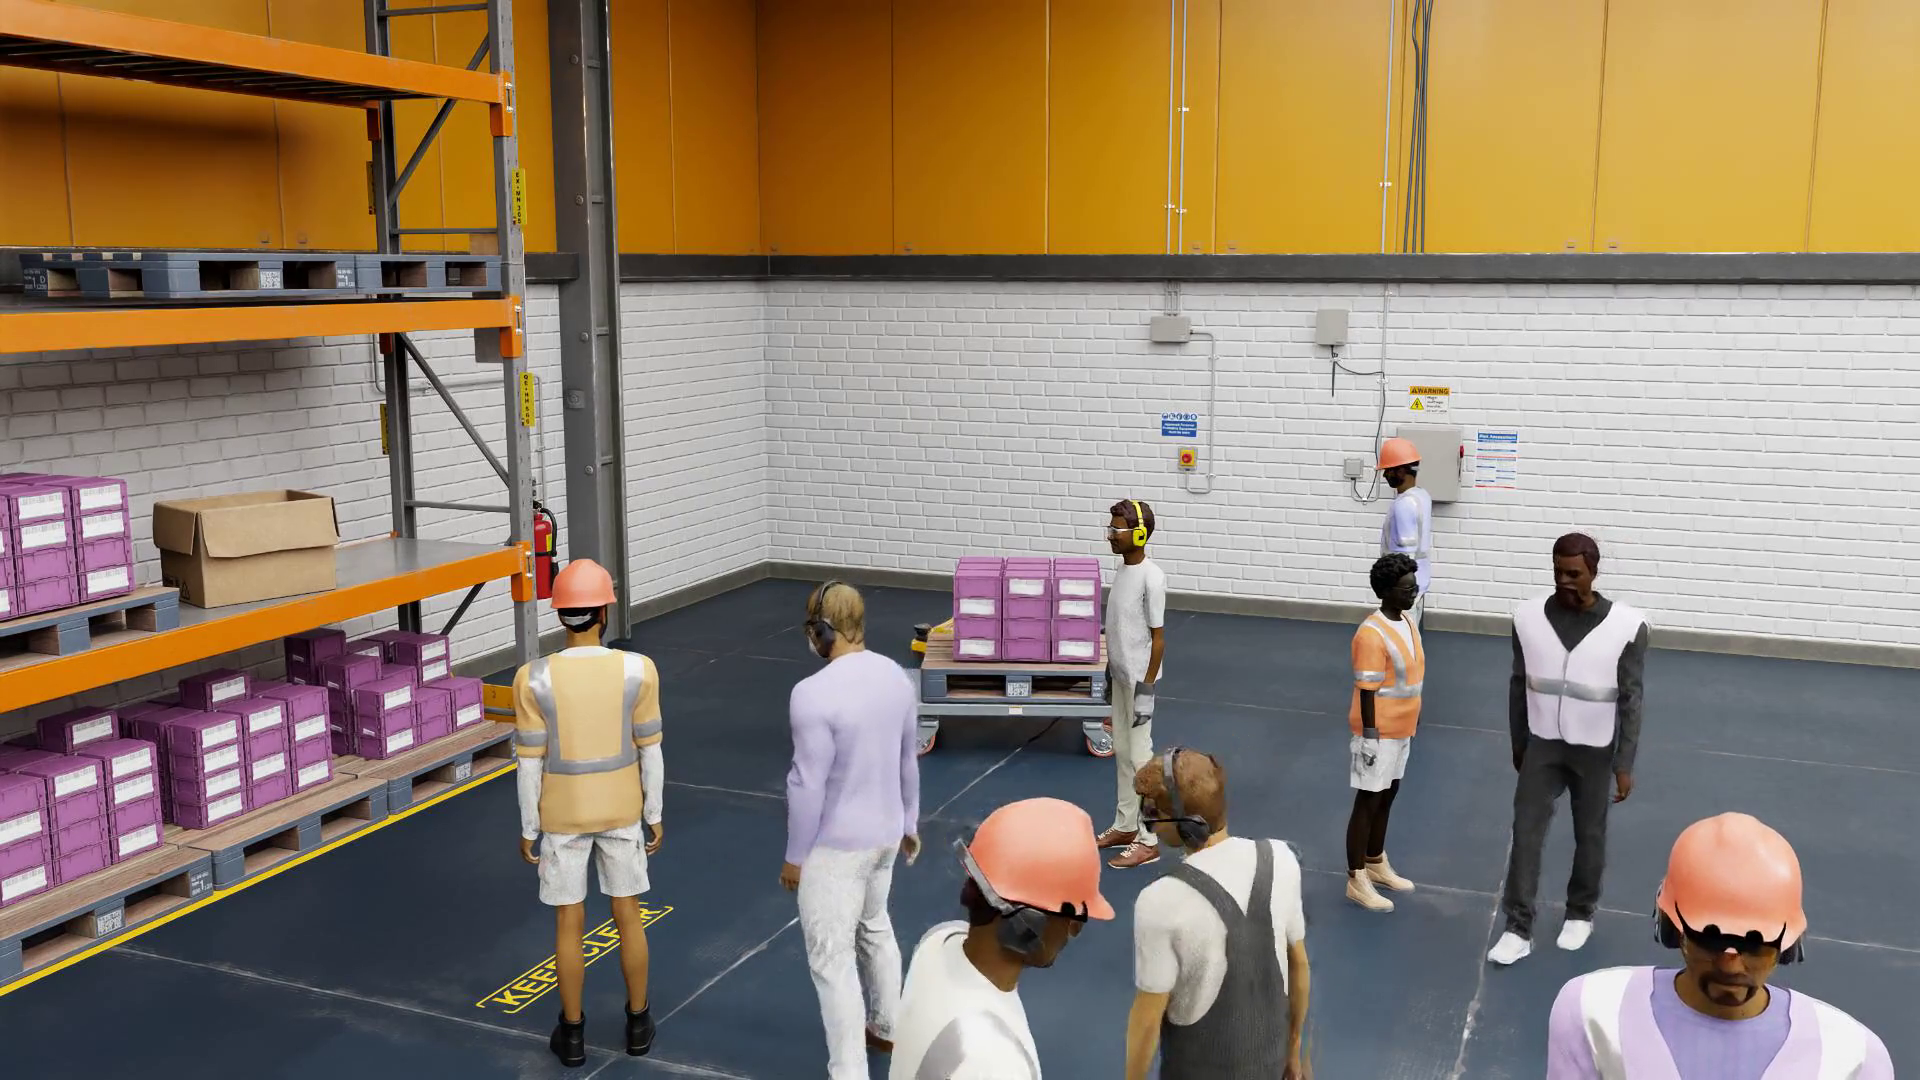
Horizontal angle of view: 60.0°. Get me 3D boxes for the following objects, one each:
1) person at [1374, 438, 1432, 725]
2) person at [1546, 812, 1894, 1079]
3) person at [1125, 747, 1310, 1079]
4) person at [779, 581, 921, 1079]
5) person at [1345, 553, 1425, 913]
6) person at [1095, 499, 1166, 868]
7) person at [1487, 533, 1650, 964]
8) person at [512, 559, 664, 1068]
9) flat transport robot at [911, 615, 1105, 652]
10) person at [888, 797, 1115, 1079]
[{"bbox_3d":[2.857,0.299,10.816,0.375,1.928,0.542,4,10,25],"label":"person"},{"bbox_3d":[1.403,1.501,3.181,0.605,2.043,0.376,4,10,21],"label":"person"},{"bbox_3d":[0.691,1.431,4.333,0.598,1.814,0.420,-4,10,-25],"label":"person"},{"bbox_3d":[-0.386,1.106,6.042,0.521,1.907,0.756,5,11,30],"label":"person"},{"bbox_3d":[2.024,0.896,7.894,0.316,1.695,0.542,7,11,35],"label":"person"},{"bbox_3d":[0.853,0.720,8.439,0.328,1.872,0.513,-3,10,-18],"label":"person"},{"bbox_3d":[2.614,0.920,7.192,0.596,1.889,0.850,6,11,34],"label":"person"},{"bbox_3d":[-1.409,1.033,6.343,0.551,1.933,0.365,-3,10,-19],"label":"person"},{"bbox_3d":[0.400,0.762,13.019,1.431,0.197,0.652,4,10,20],"label":"flat transport robot"},{"bbox_3d":[-0.009,1.484,3.392,0.627,2.003,0.661,-1,9,-8],"label":"person"}]
